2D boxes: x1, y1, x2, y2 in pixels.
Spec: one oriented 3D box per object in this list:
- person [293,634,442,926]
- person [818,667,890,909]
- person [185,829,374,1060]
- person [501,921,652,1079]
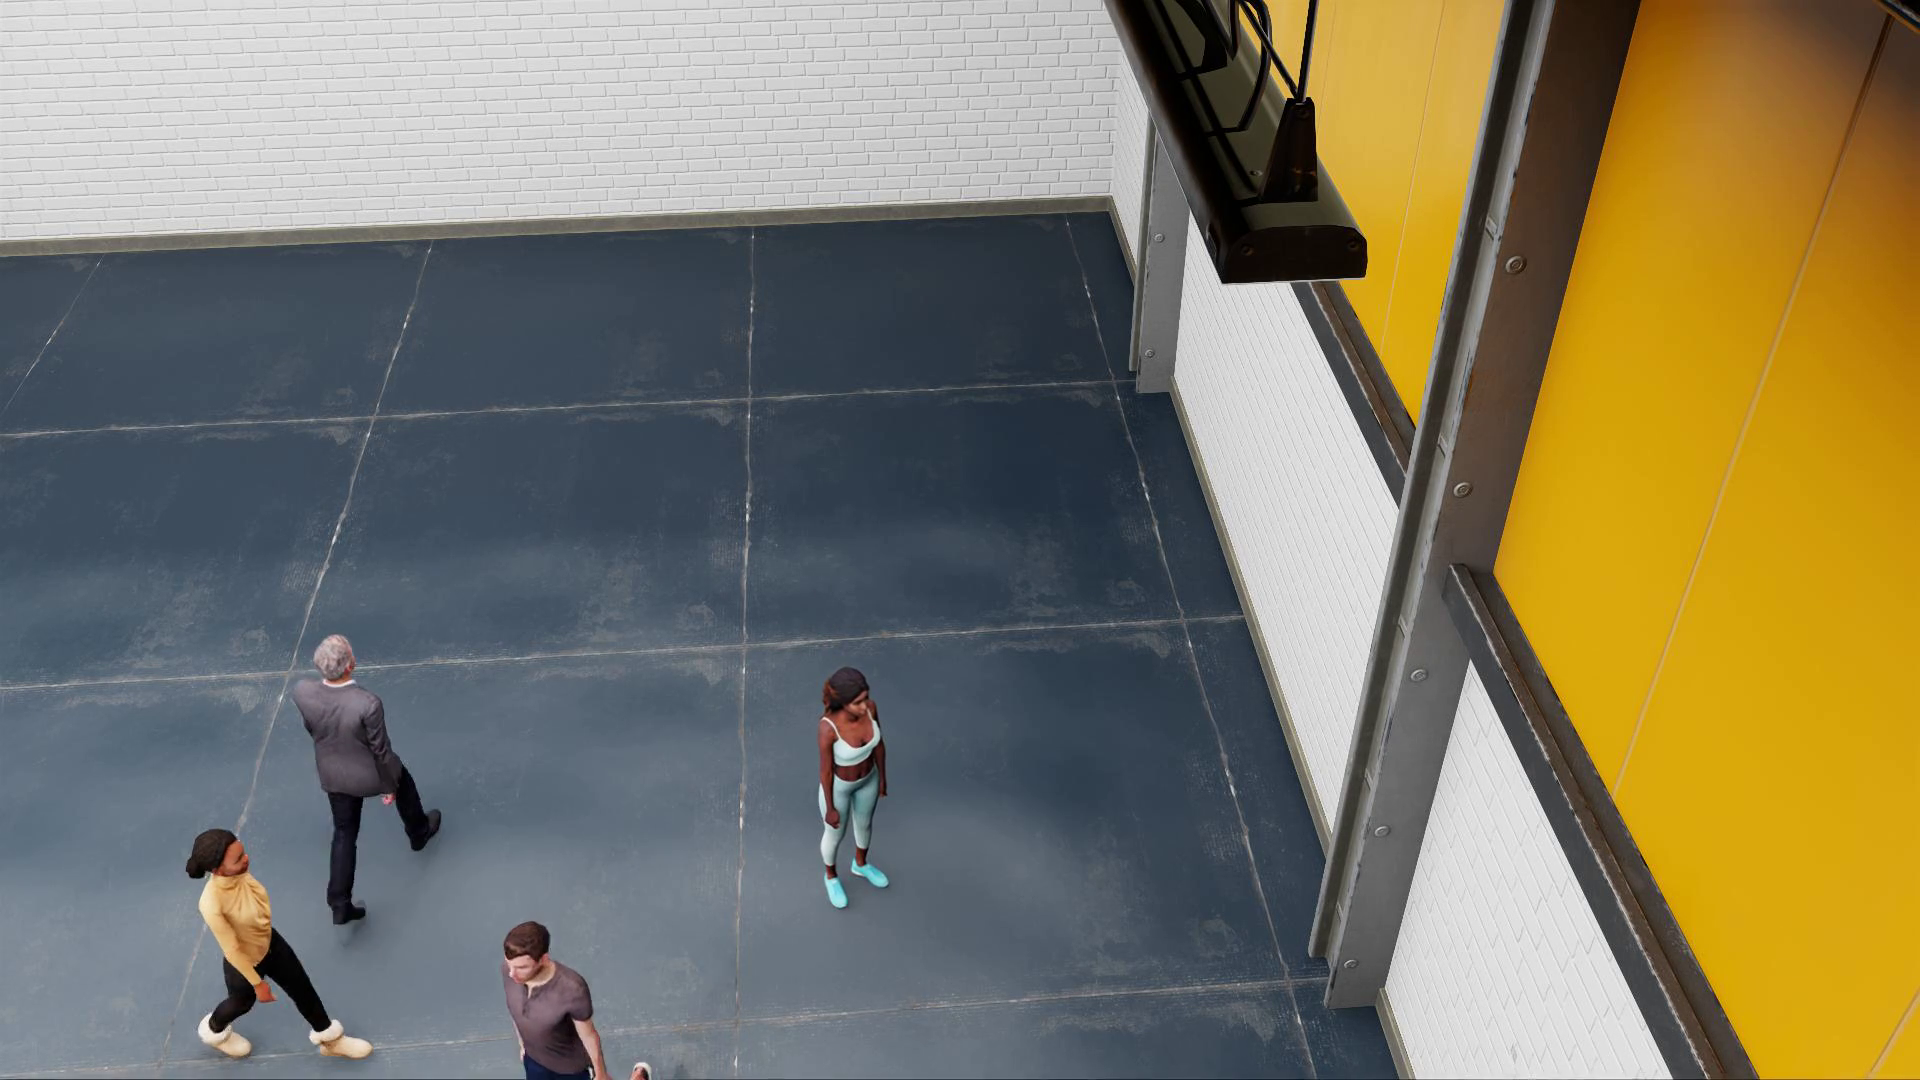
[{"bbox_3d":[-3.308,1.305,9.040,0.869,1.797,1.286,4,39,6],"label":"person"},{"bbox_3d":[-0.597,1.341,9.057,0.664,1.721,0.701,-26,45,-29],"label":"person"},{"bbox_3d":[-3.588,2.065,8.229,0.847,1.623,1.127,6,39,7],"label":"person"},{"bbox_3d":[-1.797,2.325,7.732,0.925,1.836,1.046,17,41,20],"label":"person"}]
